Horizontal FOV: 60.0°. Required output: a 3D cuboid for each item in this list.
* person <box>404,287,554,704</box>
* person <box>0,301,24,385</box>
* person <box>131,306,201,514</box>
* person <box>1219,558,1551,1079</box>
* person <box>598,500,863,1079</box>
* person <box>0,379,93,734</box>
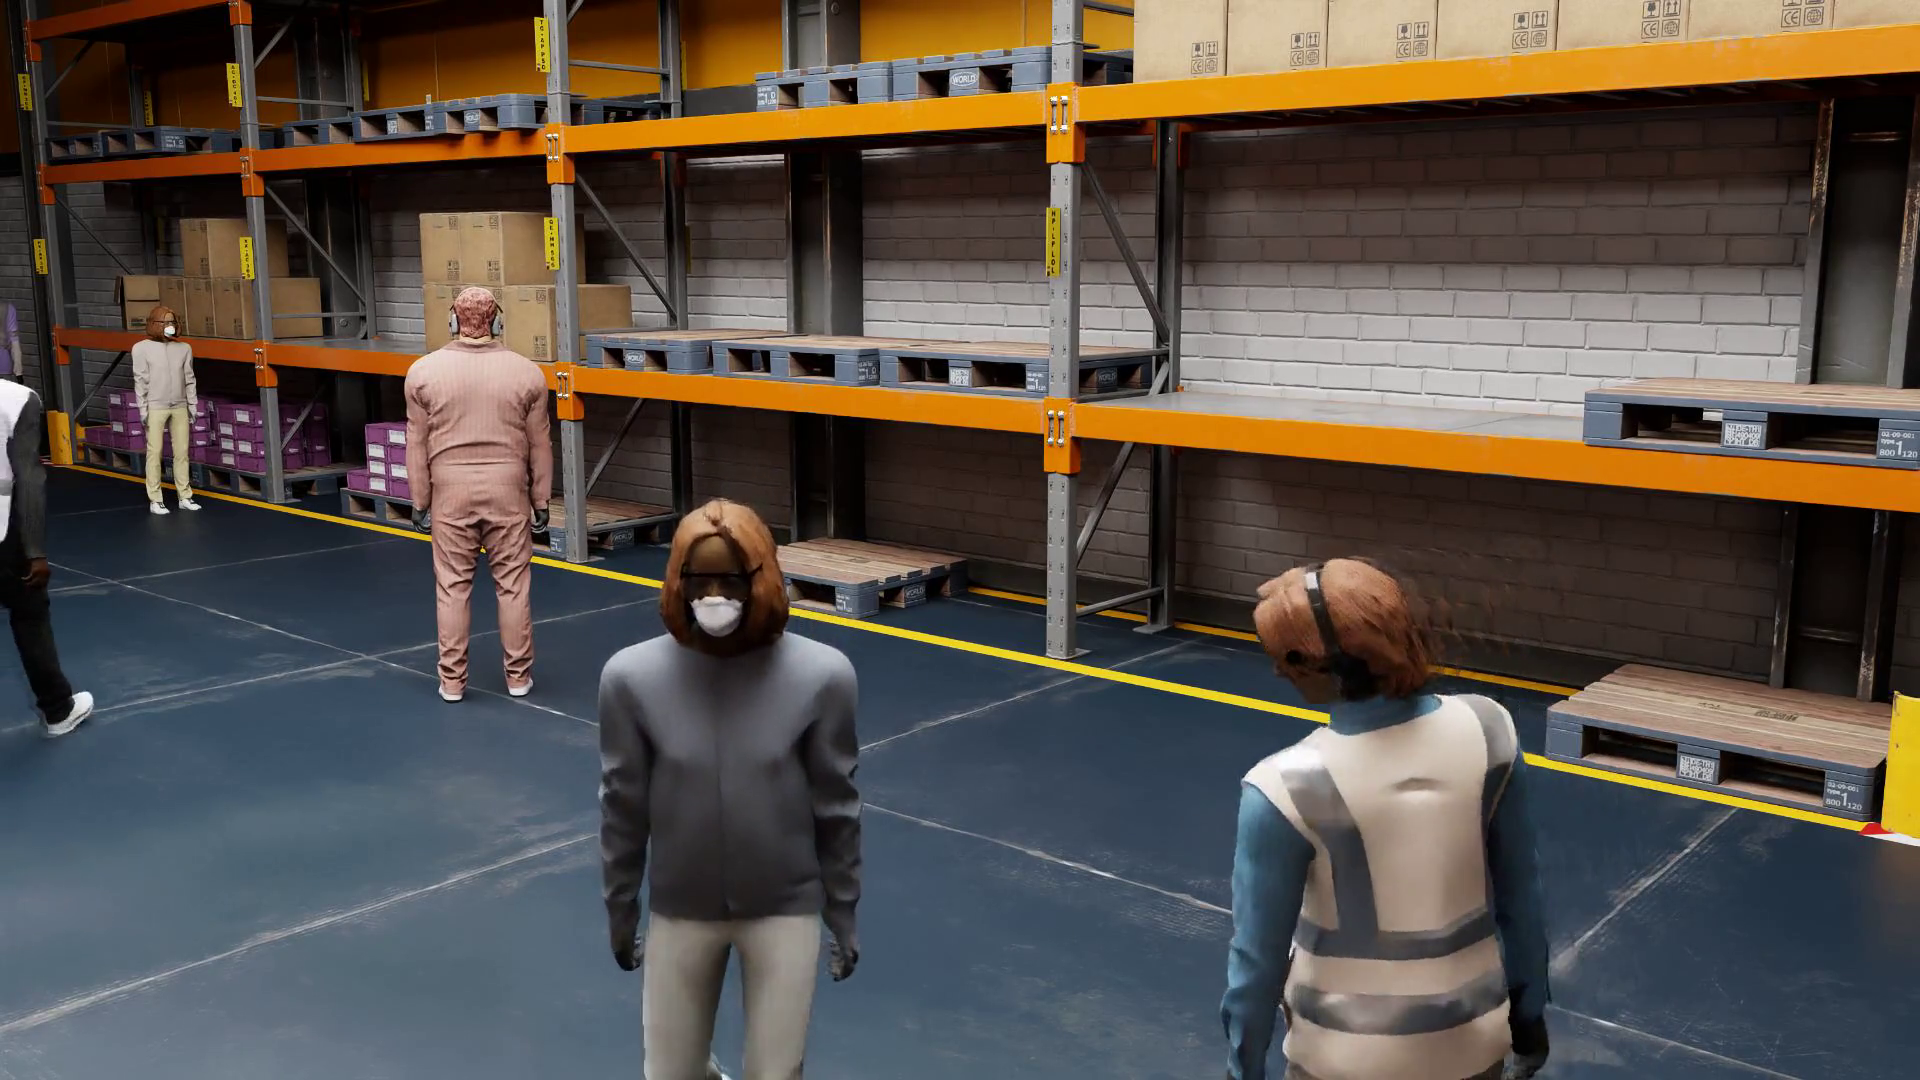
[{"bbox_3d":[-2.197,-0.201,7.647,0.647,1.901,0.402,-3,10,-16],"label":"person"},{"bbox_3d":[-8.986,-1.570,15.371,0.584,1.919,0.375,-6,12,-30],"label":"person"},{"bbox_3d":[-6.227,-1.019,13.065,0.277,1.629,0.497,7,12,35],"label":"person"},{"bbox_3d":[0.701,0.821,2.645,0.602,1.613,0.325,-3,11,-19],"label":"person"},{"bbox_3d":[-0.439,0.710,3.254,0.504,1.620,0.550,-1,10,-4],"label":"person"},{"bbox_3d":[-3.937,-0.023,6.712,0.609,1.866,1.031,0,10,0],"label":"person"}]
